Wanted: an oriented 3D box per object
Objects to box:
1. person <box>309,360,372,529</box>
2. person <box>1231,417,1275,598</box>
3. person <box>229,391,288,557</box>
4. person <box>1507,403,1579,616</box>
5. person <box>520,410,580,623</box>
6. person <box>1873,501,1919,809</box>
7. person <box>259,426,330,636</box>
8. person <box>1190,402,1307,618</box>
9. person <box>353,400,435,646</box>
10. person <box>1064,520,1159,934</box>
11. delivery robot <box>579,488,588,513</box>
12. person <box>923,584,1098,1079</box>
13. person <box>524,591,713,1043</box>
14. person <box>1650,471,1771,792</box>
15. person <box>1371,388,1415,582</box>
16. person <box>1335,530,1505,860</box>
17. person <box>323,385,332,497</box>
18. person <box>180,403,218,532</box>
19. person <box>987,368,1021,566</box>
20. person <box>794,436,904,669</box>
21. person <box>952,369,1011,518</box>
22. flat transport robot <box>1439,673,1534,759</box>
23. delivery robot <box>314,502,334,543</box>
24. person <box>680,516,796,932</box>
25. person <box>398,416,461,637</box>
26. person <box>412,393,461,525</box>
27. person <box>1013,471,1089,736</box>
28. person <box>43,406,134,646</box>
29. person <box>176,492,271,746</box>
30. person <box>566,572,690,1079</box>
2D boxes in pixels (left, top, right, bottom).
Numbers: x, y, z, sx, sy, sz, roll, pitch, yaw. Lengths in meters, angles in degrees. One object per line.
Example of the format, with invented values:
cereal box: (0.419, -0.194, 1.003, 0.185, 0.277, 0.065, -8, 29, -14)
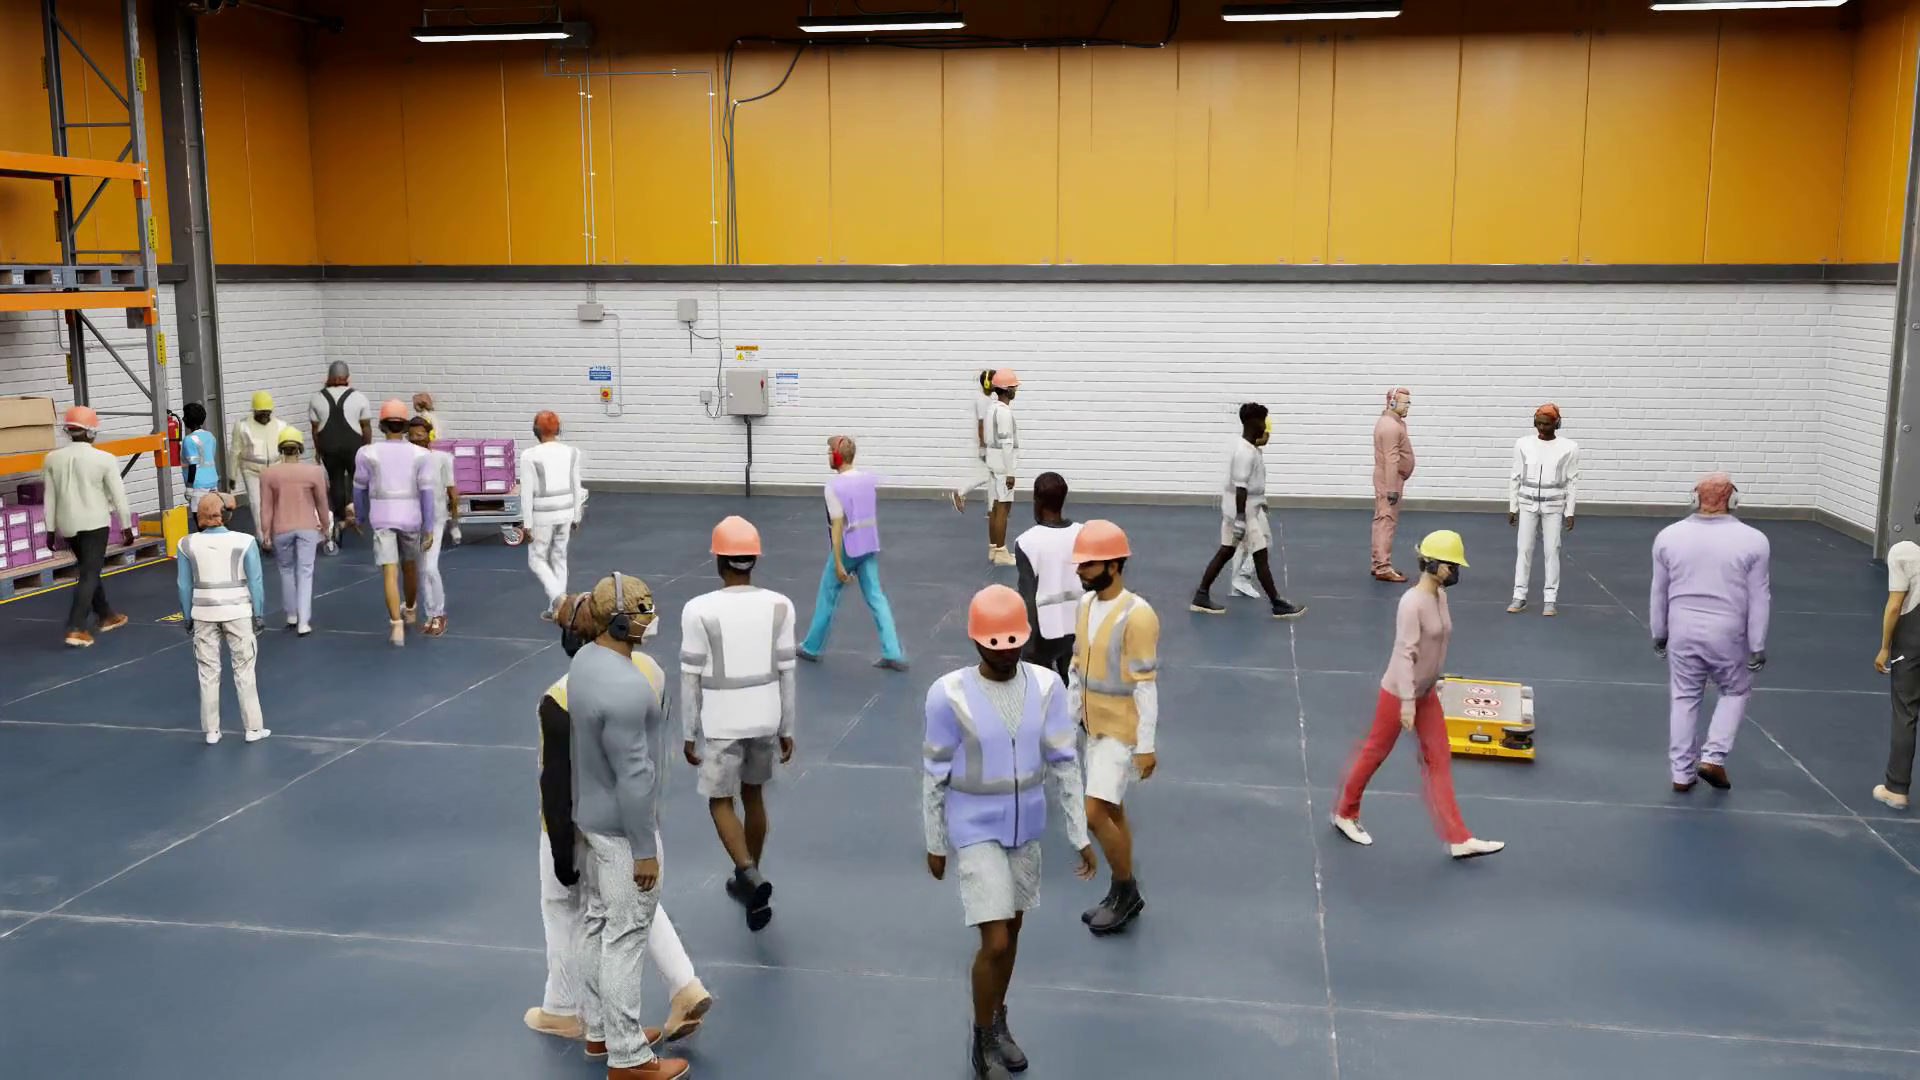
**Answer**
person: (-7.266, -1.126, 19.554, 0.690, 2.000, 0.662, -1, 9, -9)
person: (2.727, -0.311, 15.495, 0.426, 1.720, 0.482, 0, 9, 2)
person: (-7.537, -0.728, 17.926, 0.610, 1.778, 0.856, -8, 12, -42)
person: (5.154, -0.273, 14.737, 0.573, 1.887, 0.355, 5, 10, 29)
person: (-3.473, -0.182, 14.237, 0.582, 1.866, 0.561, -8, 12, -42)
person: (5.459, 0.610, 9.386, 0.514, 1.844, 0.328, 1, 9, 8)
person: (-5.604, -0.091, 14.067, 0.536, 1.731, 0.797, -2, 9, -15)
person: (2.531, -0.258, 14.643, 0.996, 1.904, 0.620, 1, 9, 3)
person: (-4.671, -0.164, 13.753, 0.626, 1.978, 1.083, -4, 10, -25)
person: (0.667, 0.857, 7.624, 0.496, 1.916, 0.566, -4, 10, -26)
delivery robot: (-4.827, -0.495, 19.944, 0.707, 0.478, 0.477, -1, 9, -3)
person: (0.185, 1.101, 6.164, 0.569, 1.909, 0.646, -5, 10, -27)
person: (-1.359, 1.095, 6.479, 0.799, 1.823, 0.629, 6, 11, 34)
person: (4.350, 0.543, 9.665, 0.668, 1.887, 0.438, 8, 12, 39)
person: (4.273, -0.550, 16.408, 0.399, 1.905, 0.642, 1, 9, 9)
person: (2.368, 0.798, 8.635, 0.919, 1.700, 0.629, 7, 12, 39)
person: (-8.467, -1.365, 22.434, 0.357, 1.603, 0.588, -9, 13, -43)
person: (-7.832, -0.564, 17.131, 0.316, 1.696, 0.540, 0, 9, -2)
person: (0.471, -0.754, 17.226, 0.367, 2.046, 0.615, -2, 9, -11)
person: (-0.852, 0.096, 12.743, 1.011, 1.794, 0.573, 7, 11, 37)
person: (0.269, -1.174, 20.462, 0.653, 1.847, 0.530, 3, 10, 19)
flat transport robot: (3.435, 1.140, 10.972, 0.652, 0.197, 1.431, 3, 10, 18)
delivery robot: (-6.956, -0.168, 17.919, 0.477, 0.478, 0.707, -2, 9, -15)
person: (-0.986, 0.856, 7.700, 0.546, 1.914, 0.760, -5, 10, -27)
person: (-4.478, -0.112, 13.858, 0.545, 1.847, 0.576, 2, 9, 10)
person: (-6.382, -0.952, 19.851, 0.820, 1.593, 0.511, 0, 9, 0)
person: (0.613, 0.552, 9.648, 0.601, 1.891, 0.865, -7, 11, -36)
person: (-7.187, -0.129, 13.699, 0.648, 1.944, 1.038, 0, 9, 3)
person: (-4.729, 0.508, 10.669, 0.514, 1.636, 0.315, -1, 9, -8)
person: (-1.263, 1.074, 6.219, 0.358, 1.938, 0.636, -5, 10, -27)
